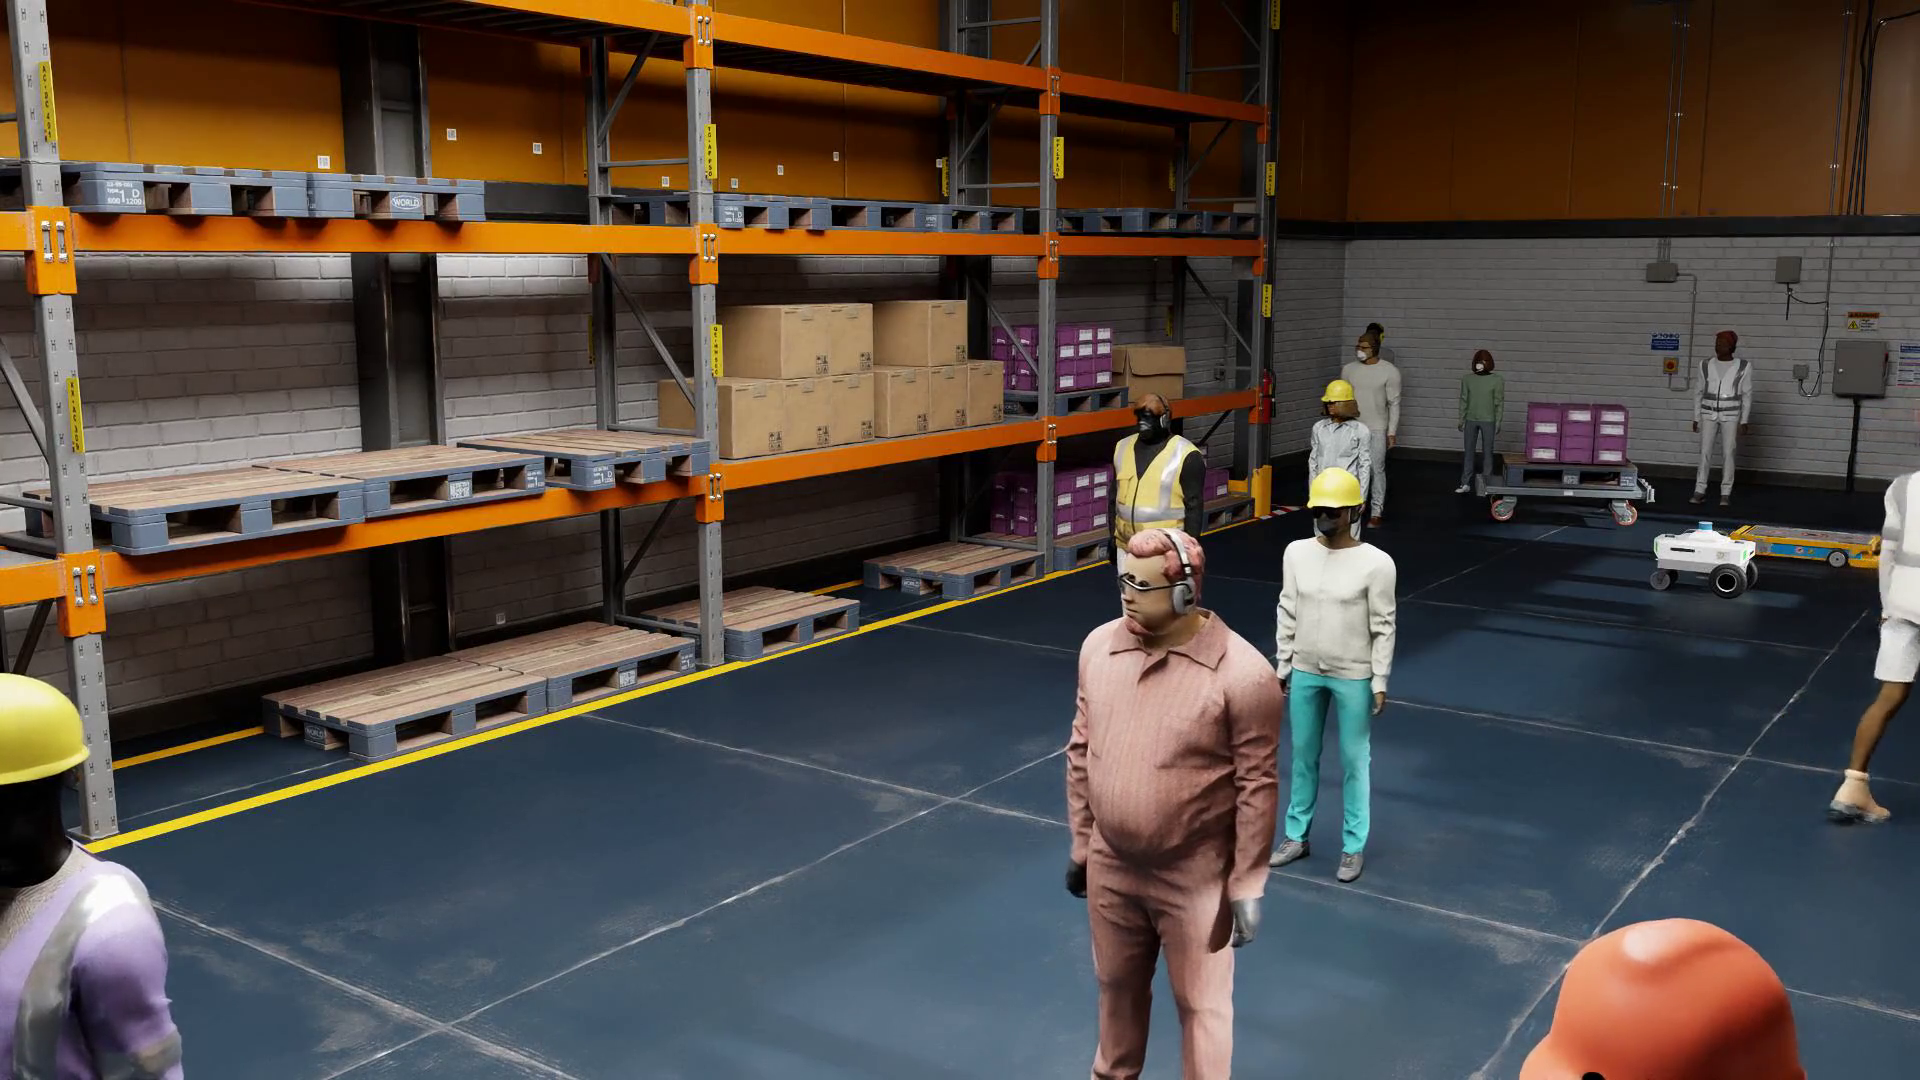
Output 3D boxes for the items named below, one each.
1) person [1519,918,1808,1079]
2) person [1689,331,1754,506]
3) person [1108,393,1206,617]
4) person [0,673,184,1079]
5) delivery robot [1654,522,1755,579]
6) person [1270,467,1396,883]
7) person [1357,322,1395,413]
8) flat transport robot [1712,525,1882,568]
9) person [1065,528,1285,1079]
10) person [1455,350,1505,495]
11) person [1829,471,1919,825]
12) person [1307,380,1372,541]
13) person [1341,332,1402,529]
[{"bbox_3d":[0.773,1.348,1.928,0.546,1.934,0.376,7,12,37],"label":"person"},{"bbox_3d":[8.181,-1.306,17.884,0.575,1.883,0.362,7,12,37],"label":"person"},{"bbox_3d":[1.155,0.032,10.039,0.624,1.845,0.430,7,12,37],"label":"person"},{"bbox_3d":[-1.609,1.174,2.981,0.588,1.928,0.384,7,12,37],"label":"person"},{"bbox_3d":[5.899,0.097,13.198,0.707,0.478,0.477,7,12,35],"label":"delivery robot"},{"bbox_3d":[1.579,0.568,7.071,0.525,1.769,0.327,7,12,37],"label":"person"},{"bbox_3d":[5.106,-1.749,20.564,0.521,1.873,0.336,7,12,37],"label":"person"},{"bbox_3d":[7.424,0.044,14.640,1.431,0.197,0.652,7,12,35],"label":"flat transport robot"},{"bbox_3d":[0.557,0.906,4.657,0.643,1.905,0.400,7,12,37],"label":"person"},{"bbox_3d":[5.860,-1.325,18.736,0.500,1.633,0.286,7,12,37],"label":"person"},{"bbox_3d":[4.556,0.347,7.770,1.078,1.981,0.658,-6,11,-30],"label":"person"},{"bbox_3d":[2.845,-0.340,12.556,0.486,1.740,0.313,7,12,37],"label":"person"},{"bbox_3d":[4.019,-1.081,16.391,0.629,1.937,0.379,7,12,37],"label":"person"}]
